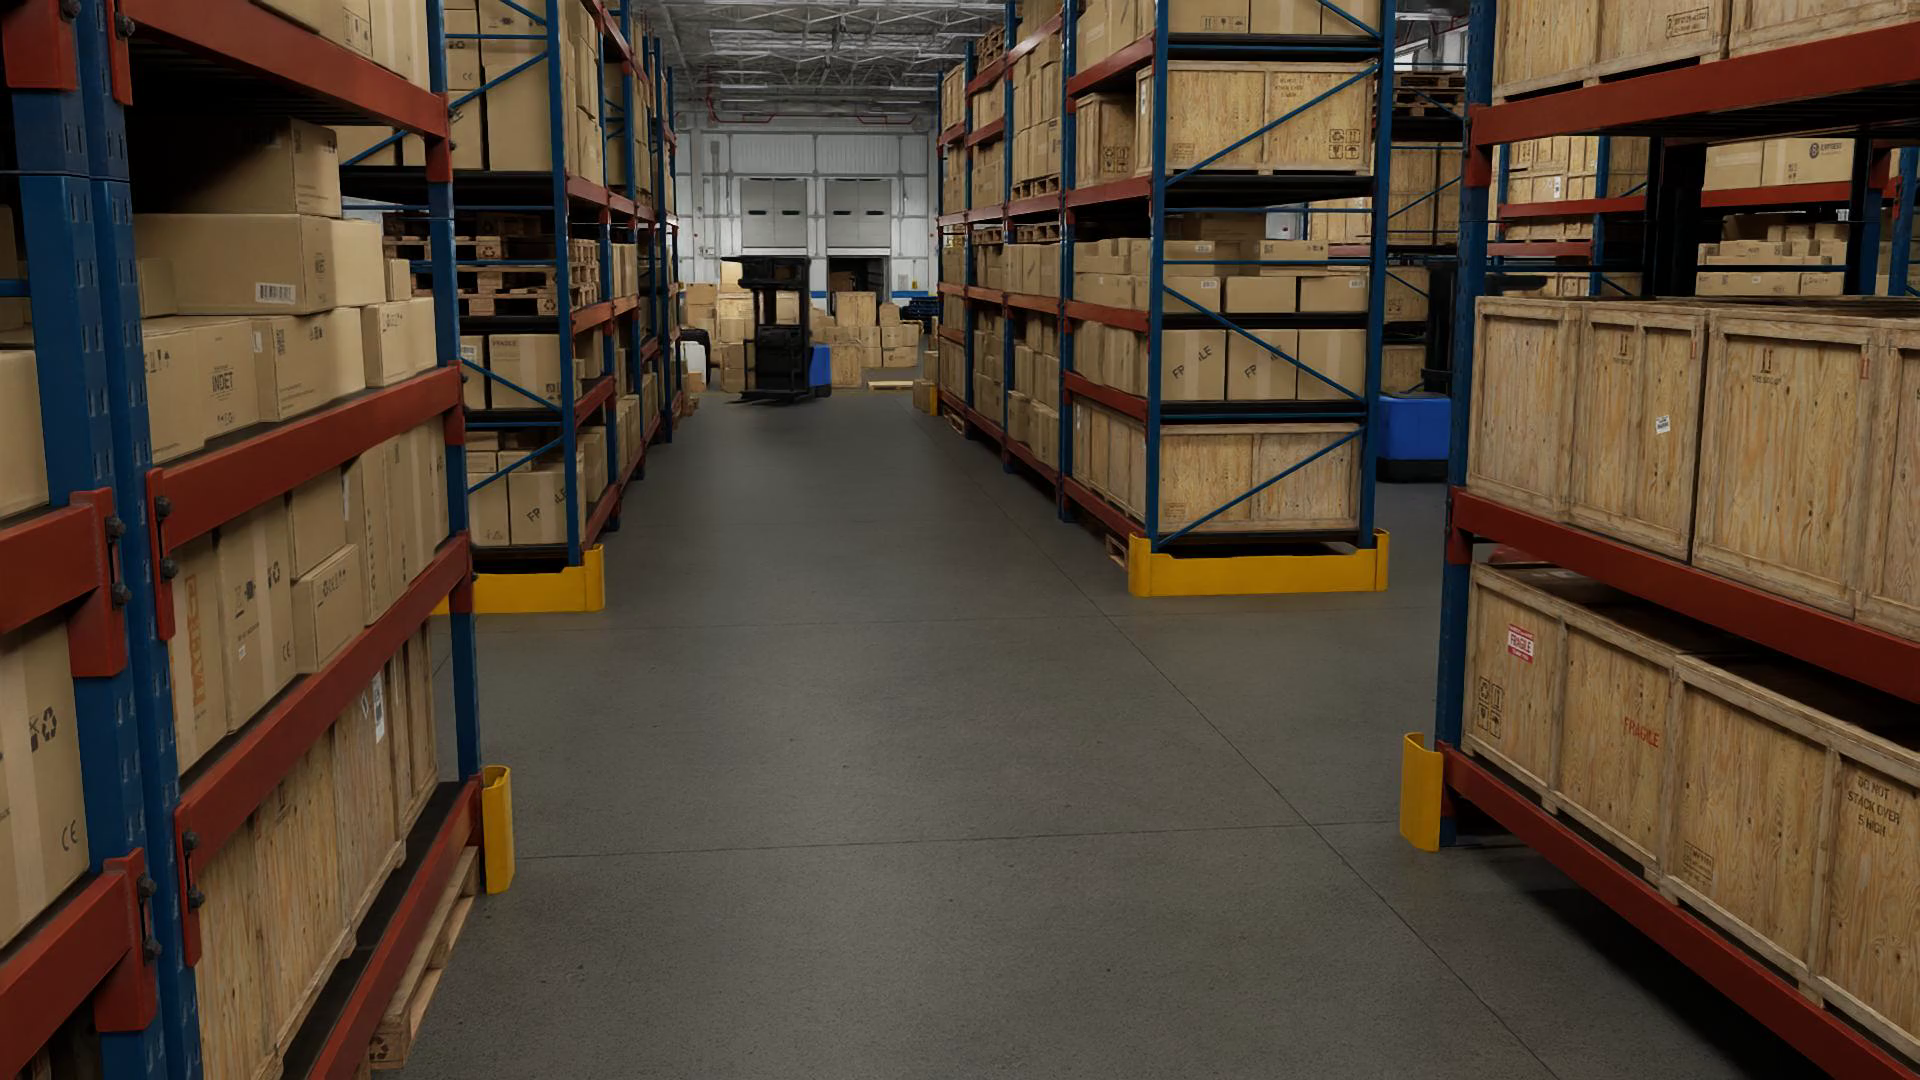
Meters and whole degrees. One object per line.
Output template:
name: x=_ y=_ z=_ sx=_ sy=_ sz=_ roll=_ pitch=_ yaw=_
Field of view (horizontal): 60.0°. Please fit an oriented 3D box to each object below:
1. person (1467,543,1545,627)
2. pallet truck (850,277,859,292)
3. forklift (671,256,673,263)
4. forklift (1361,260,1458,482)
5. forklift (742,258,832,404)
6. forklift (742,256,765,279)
person: x=3.040 y=0.437 z=9.002 sx=1.030 sy=1.848 sz=0.652 roll=-1 pitch=10 yaw=-8
pallet truck: x=-3.782 y=-9.391 z=65.808 sx=1.885 sy=1.965 sz=0.823 roll=2 pitch=10 yaw=10
forklift: x=-10.887 y=-8.929 z=60.548 sx=1.129 sy=2.768 sz=1.873 roll=-1 pitch=10 yaw=-7
forklift: x=6.274 y=-2.206 z=21.409 sx=1.873 sy=2.768 sz=1.129 roll=-1 pitch=10 yaw=-7
forklift: x=-3.376 y=-4.141 z=32.672 sx=1.129 sy=2.768 sz=1.873 roll=4 pitch=10 yaw=21
forklift: x=-7.283 y=-8.633 z=58.827 sx=1.873 sy=2.768 sz=1.129 roll=-9 pitch=14 yaw=-44
